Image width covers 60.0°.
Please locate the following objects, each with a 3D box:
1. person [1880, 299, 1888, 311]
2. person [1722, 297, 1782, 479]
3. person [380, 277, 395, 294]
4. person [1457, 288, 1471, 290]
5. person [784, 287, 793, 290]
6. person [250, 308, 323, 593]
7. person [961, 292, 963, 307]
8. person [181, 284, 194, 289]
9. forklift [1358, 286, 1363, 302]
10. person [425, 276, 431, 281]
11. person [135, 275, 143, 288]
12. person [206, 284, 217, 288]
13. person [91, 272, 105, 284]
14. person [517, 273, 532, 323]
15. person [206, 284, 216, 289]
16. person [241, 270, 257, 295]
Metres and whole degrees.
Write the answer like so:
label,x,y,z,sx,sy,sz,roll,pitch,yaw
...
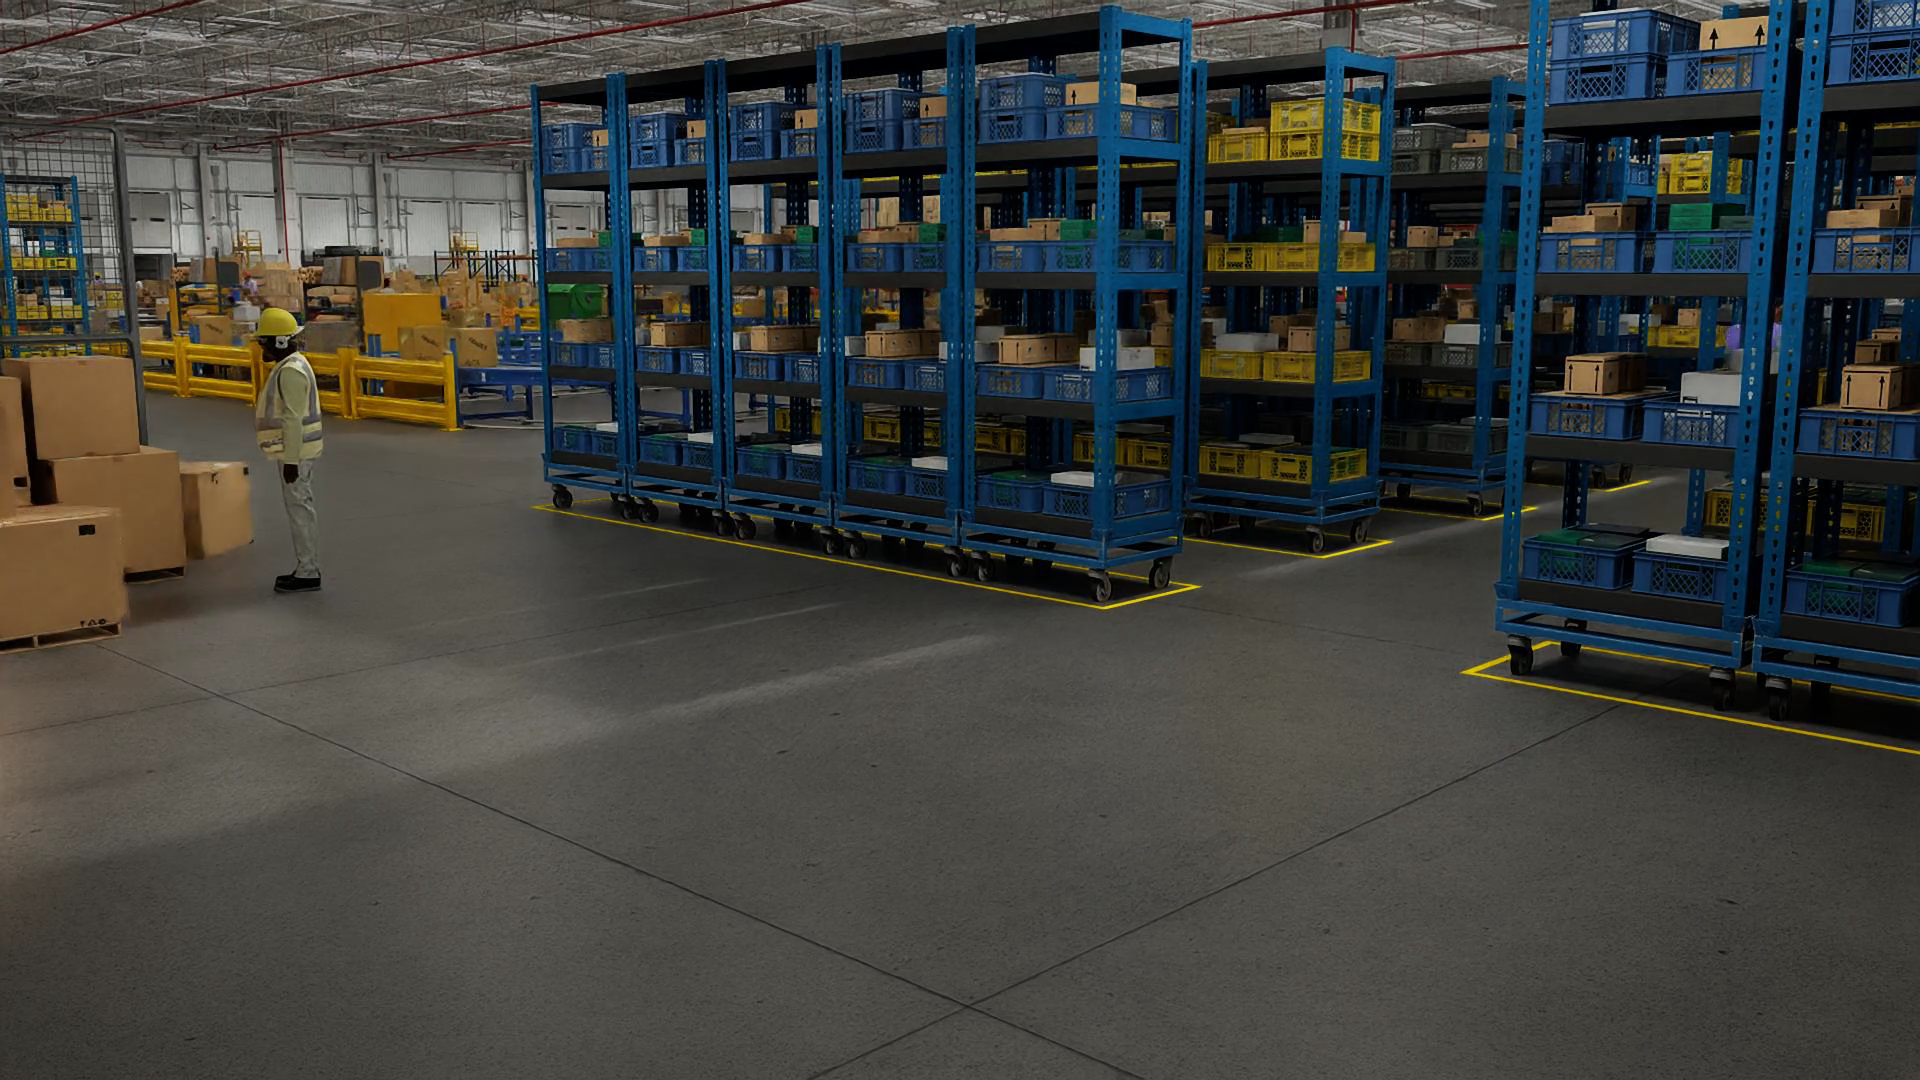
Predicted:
label,x,y,z,sx,sy,sz,roll,pitch,yaw
person,15.444,-3.424,27.956,0.426,1.890,0.674,5,11,29
person,7.787,-1.507,16.390,0.438,1.828,0.595,-8,12,-40
person,-15.977,-6.430,46.583,0.895,1.839,0.528,7,12,36
person,18.299,-8.686,60.217,0.660,1.888,0.468,9,13,44
person,-7.539,-10.842,73.385,0.627,1.911,1.028,4,10,24
person,-4.312,-0.571,10.698,0.404,1.824,0.586,-4,10,-24
person,0.027,-7.987,56.211,0.594,1.811,0.793,-8,12,-41
person,-30.220,-9.465,65.129,0.514,1.858,0.436,-2,10,-14
forklift,11.100,-7.017,46.970,1.873,2.768,1.129,9,13,43
person,-26.538,-12.299,82.953,0.888,1.690,0.510,1,9,5
person,-32.173,-9.441,65.008,0.619,1.845,0.430,8,12,41
person,-33.055,-10.895,73.770,0.642,1.887,1.005,2,9,11
person,-36.170,-10.273,69.843,0.594,1.925,0.369,-9,13,-44
person,-15.831,-8.739,60.505,0.545,1.903,0.419,0,9,-2
person,-19.686,-5.962,44.012,0.530,1.745,0.756,3,10,19
person,-25.189,-8.548,58.961,0.647,2.026,0.508,2,10,14
